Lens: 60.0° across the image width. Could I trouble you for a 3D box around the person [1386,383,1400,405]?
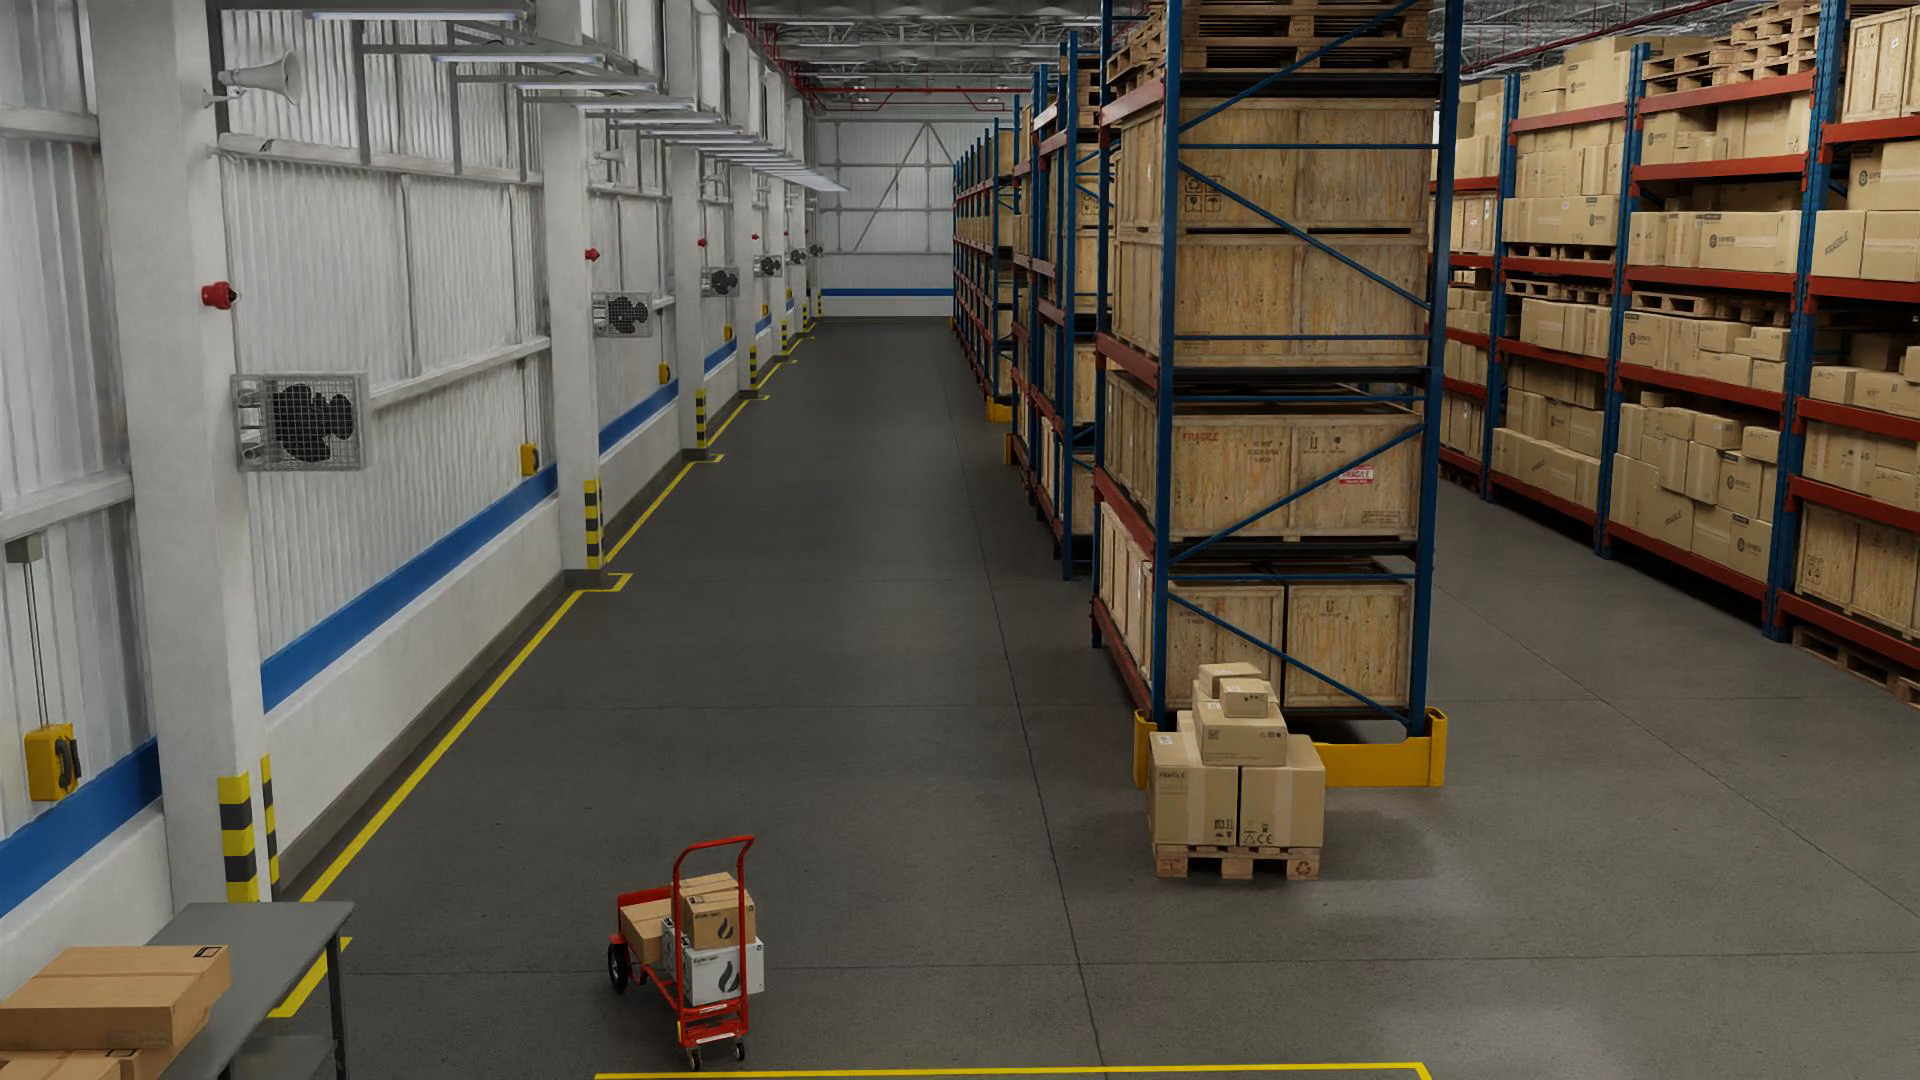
[{"bbox_3d":[7.462,-2.237,28.840,0.832,1.593,0.510,1,11,3],"label":"person"}]
